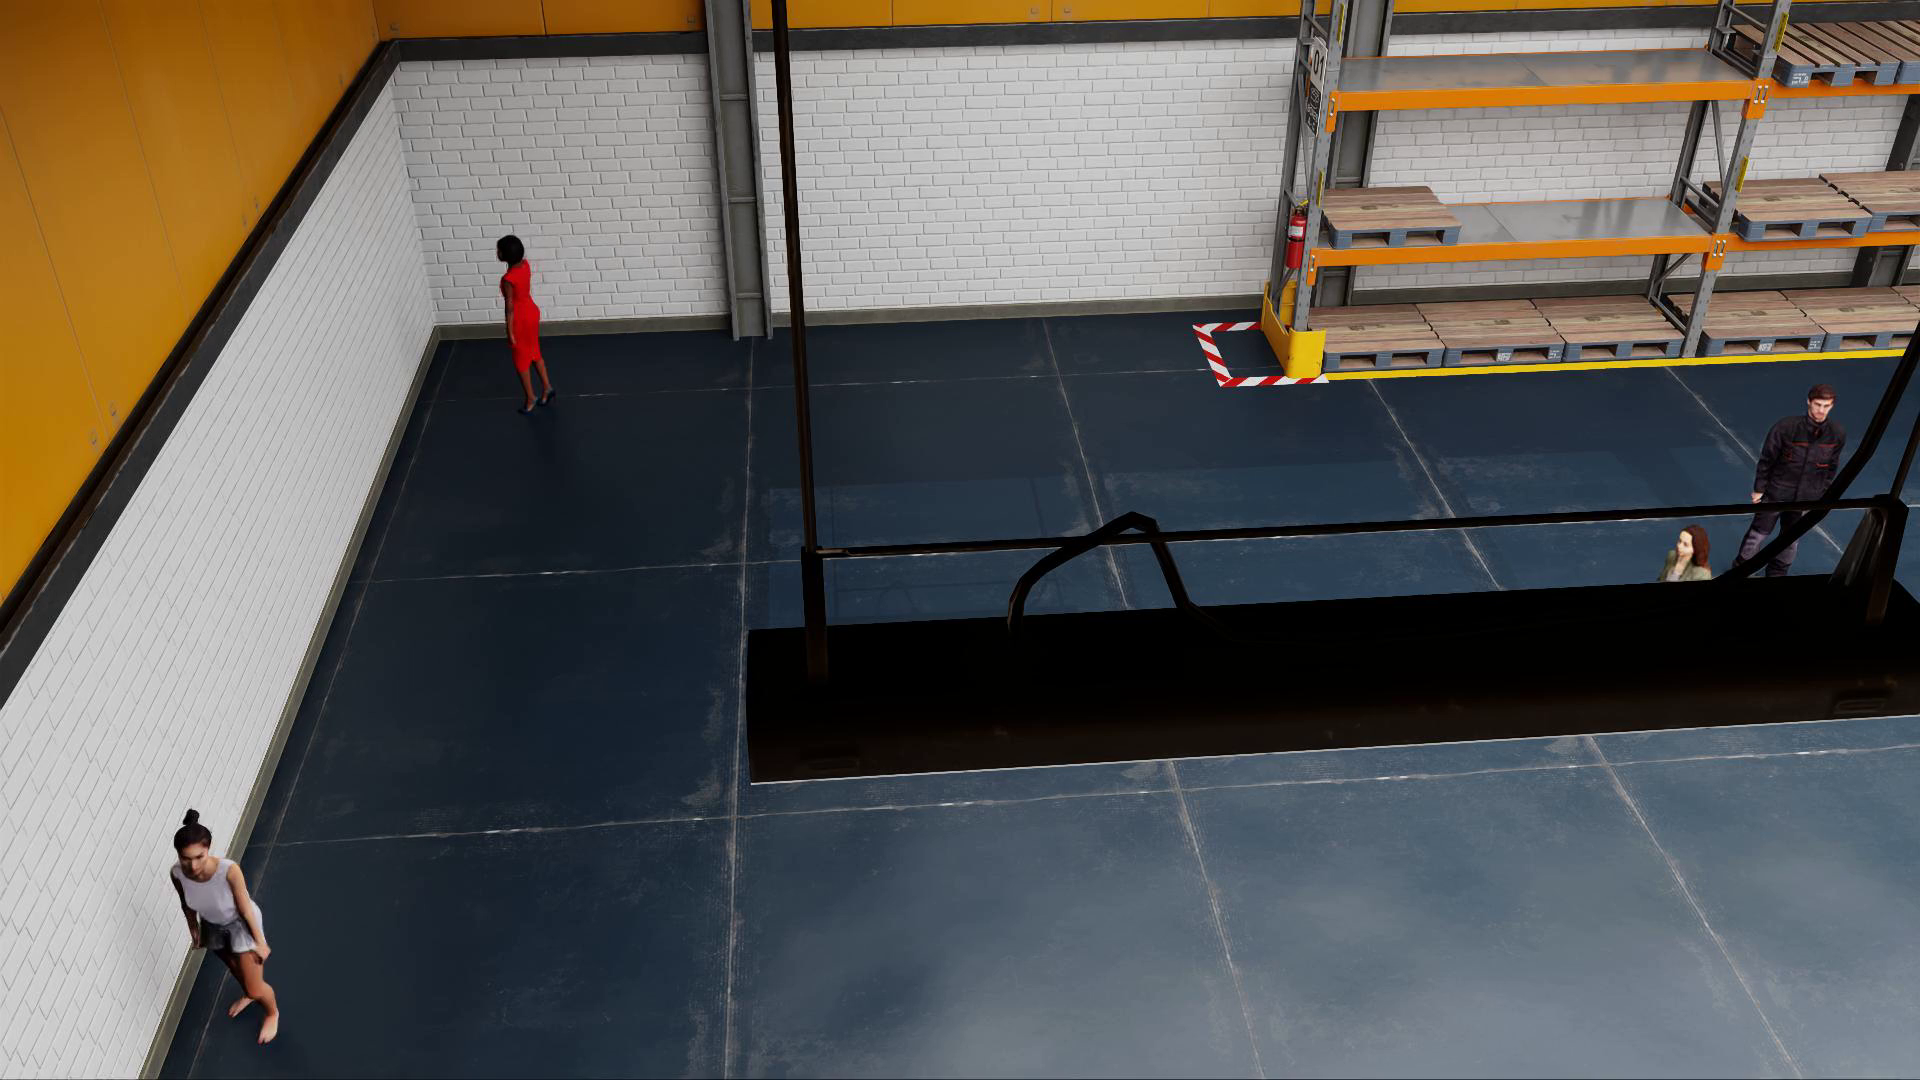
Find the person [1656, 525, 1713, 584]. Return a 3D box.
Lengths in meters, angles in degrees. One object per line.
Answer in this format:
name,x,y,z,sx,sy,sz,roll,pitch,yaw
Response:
person,5.074,0.537,11.702,0.778,1.468,0.684,-10,35,-15

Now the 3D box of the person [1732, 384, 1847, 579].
person,6.369,-0.376,12.741,0.607,1.838,0.838,5,34,8

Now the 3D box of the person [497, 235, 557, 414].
person,-3.963,-1.985,15.249,0.665,1.741,0.654,6,34,9

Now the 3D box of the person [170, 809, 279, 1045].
person,-3.998,2.110,9.212,0.651,1.603,0.766,10,35,14
